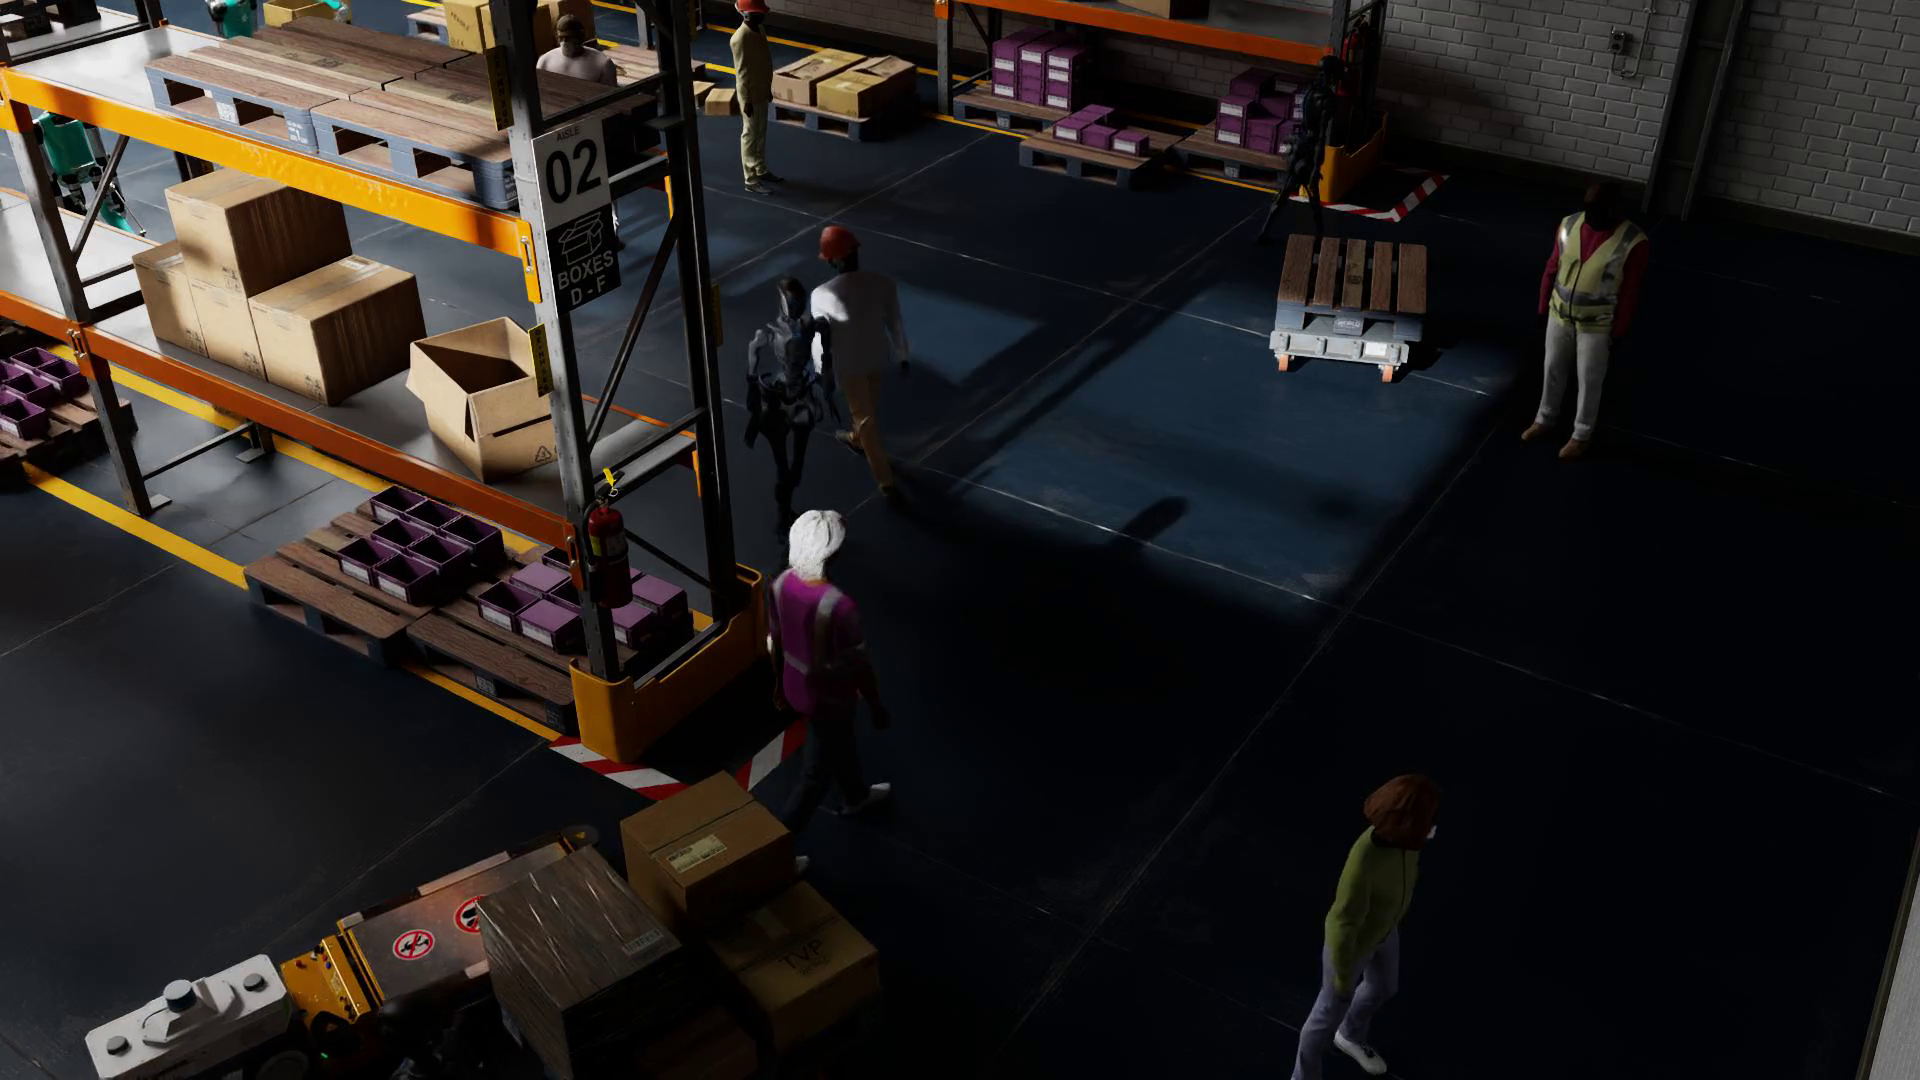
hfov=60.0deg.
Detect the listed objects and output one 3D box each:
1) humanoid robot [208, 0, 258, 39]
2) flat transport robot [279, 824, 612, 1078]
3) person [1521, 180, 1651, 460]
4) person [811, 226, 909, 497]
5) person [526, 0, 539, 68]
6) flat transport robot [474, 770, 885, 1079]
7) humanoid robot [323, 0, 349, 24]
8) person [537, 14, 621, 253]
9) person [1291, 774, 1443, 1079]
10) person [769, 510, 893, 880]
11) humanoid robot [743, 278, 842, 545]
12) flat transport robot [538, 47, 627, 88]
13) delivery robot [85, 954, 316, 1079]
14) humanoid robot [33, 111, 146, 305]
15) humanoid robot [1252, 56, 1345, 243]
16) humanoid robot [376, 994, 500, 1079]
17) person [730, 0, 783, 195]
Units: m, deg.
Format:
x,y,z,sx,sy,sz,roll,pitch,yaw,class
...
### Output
x,y,z,sx,sy,sz,roll,pitch,yaw,class
-6.647,-4.236,15.043,0.814,1.766,0.536,12,35,17,humanoid robot
-2.133,1.737,7.203,1.431,0.231,0.659,-20,38,-28,flat transport robot
3.971,-1.418,10.622,0.430,1.832,0.640,-26,41,-34,person
-0.615,-1.127,10.307,0.608,1.685,0.906,-16,36,-23,person
-3.927,-4.286,14.921,0.419,1.951,0.489,4,33,6,person
-1.036,2.057,6.711,0.659,0.231,1.431,-24,40,-32,flat transport robot
-6.904,-6.100,17.912,0.837,1.794,0.609,-13,35,-18,humanoid robot
-3.015,-3.235,13.316,0.636,1.937,0.357,0,33,0,person
1.545,1.515,6.301,0.536,1.621,0.320,-28,42,-36,person
-0.641,0.694,7.401,0.905,1.806,0.531,-25,41,-33,person
-0.982,-0.775,9.782,0.615,1.647,0.523,-19,38,-27,humanoid robot
-4.061,-4.905,17.412,0.659,0.231,1.431,-22,39,-30,flat transport robot
-3.001,1.969,6.576,0.765,0.585,0.499,-23,39,-31,delivery robot
-6.252,-2.428,12.141,0.735,1.673,0.533,20,38,28,humanoid robot
2.795,-3.127,13.442,0.756,1.622,0.634,-1,33,-2,humanoid robot
-1.592,2.078,5.395,0.366,1.650,0.601,10,34,15,humanoid robot
-1.776,-3.924,14.541,0.324,1.751,0.559,8,34,12,person
